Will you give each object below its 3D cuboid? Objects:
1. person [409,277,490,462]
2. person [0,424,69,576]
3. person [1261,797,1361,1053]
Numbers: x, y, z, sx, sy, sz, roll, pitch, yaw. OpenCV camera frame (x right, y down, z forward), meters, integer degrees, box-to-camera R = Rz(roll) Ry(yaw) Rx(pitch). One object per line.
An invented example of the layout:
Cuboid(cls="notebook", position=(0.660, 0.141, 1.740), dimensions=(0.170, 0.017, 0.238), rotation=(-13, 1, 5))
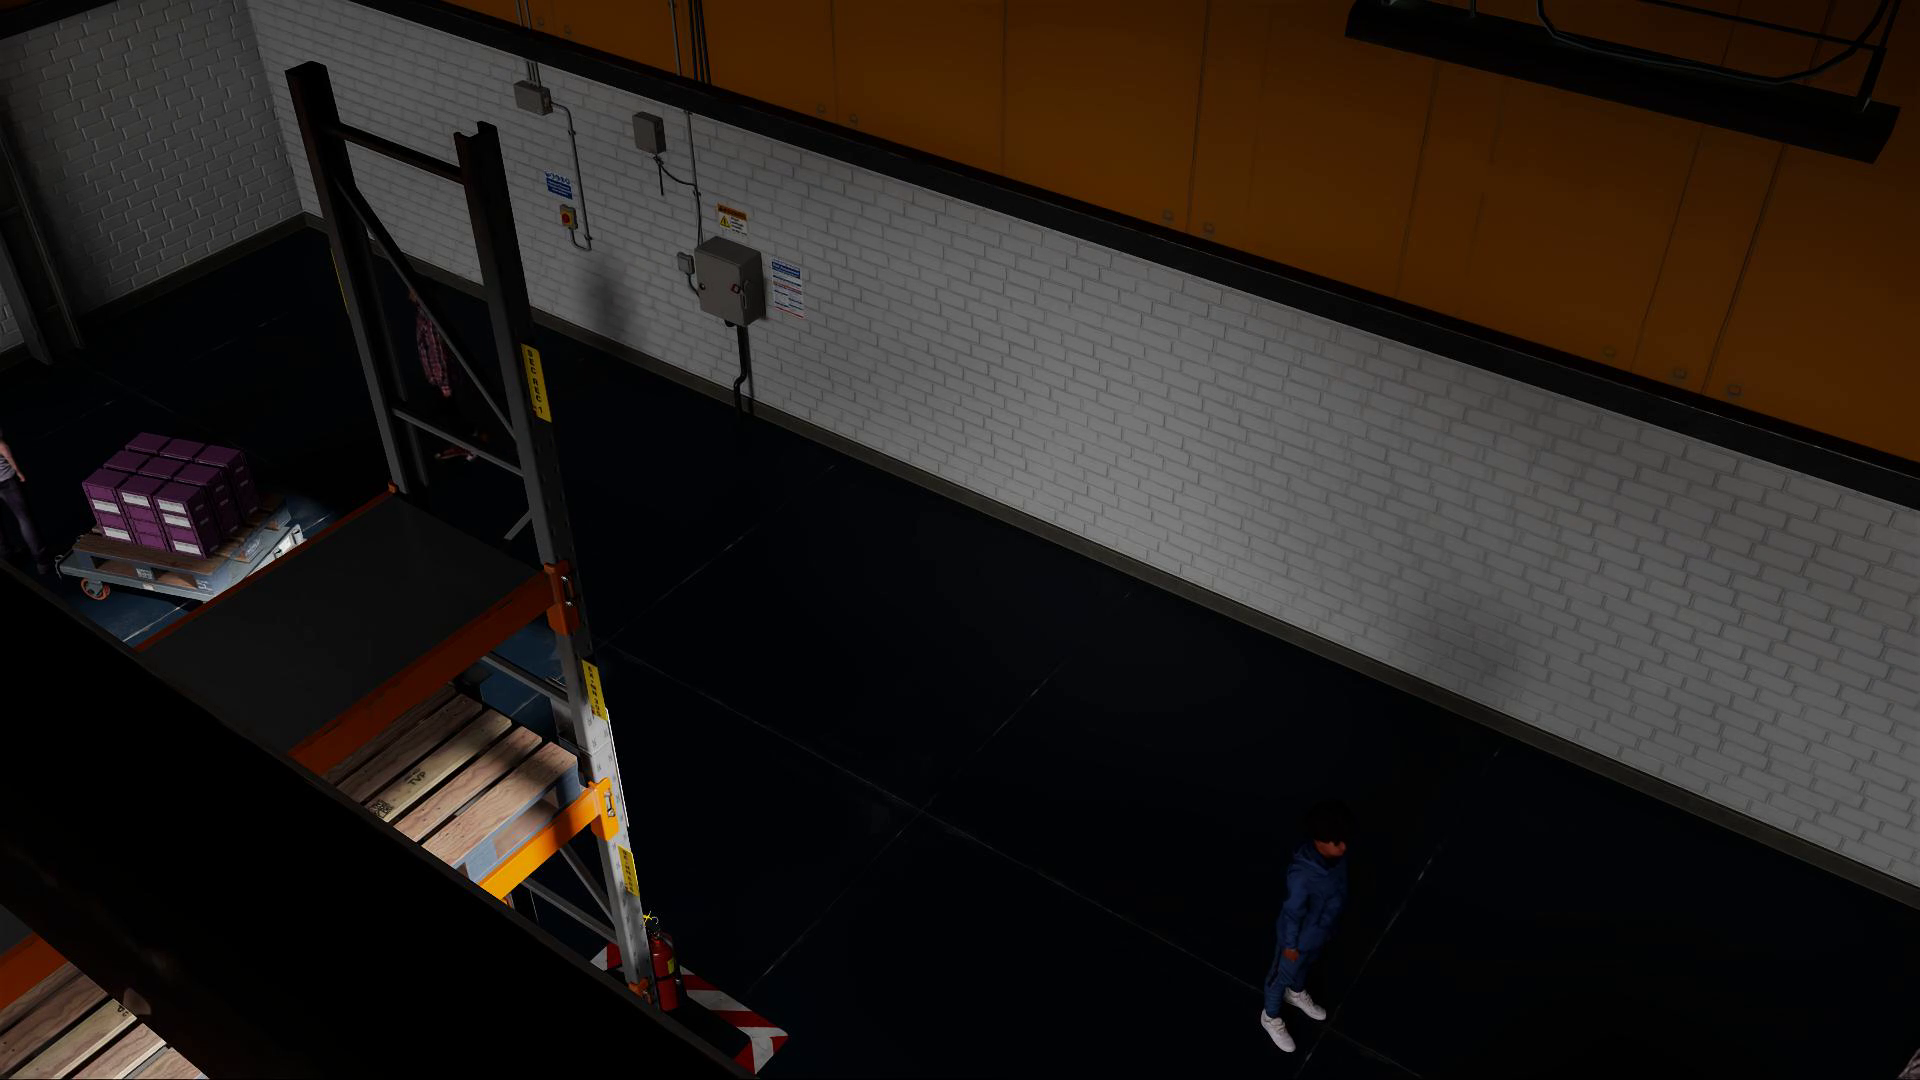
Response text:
Cuboid(cls="person", position=(-4.273, -1.422, 13.926), dimensions=(0.924, 1.756, 0.878), rotation=(-12, 40, -15))
Cuboid(cls="person", position=(-7.422, -0.509, 12.722), dimensions=(0.753, 1.832, 0.768), rotation=(2, 39, 3))
Cuboid(cls="person", position=(1.974, 2.148, 9.417), dimensions=(0.567, 1.805, 0.773), rotation=(-31, 48, -33))
